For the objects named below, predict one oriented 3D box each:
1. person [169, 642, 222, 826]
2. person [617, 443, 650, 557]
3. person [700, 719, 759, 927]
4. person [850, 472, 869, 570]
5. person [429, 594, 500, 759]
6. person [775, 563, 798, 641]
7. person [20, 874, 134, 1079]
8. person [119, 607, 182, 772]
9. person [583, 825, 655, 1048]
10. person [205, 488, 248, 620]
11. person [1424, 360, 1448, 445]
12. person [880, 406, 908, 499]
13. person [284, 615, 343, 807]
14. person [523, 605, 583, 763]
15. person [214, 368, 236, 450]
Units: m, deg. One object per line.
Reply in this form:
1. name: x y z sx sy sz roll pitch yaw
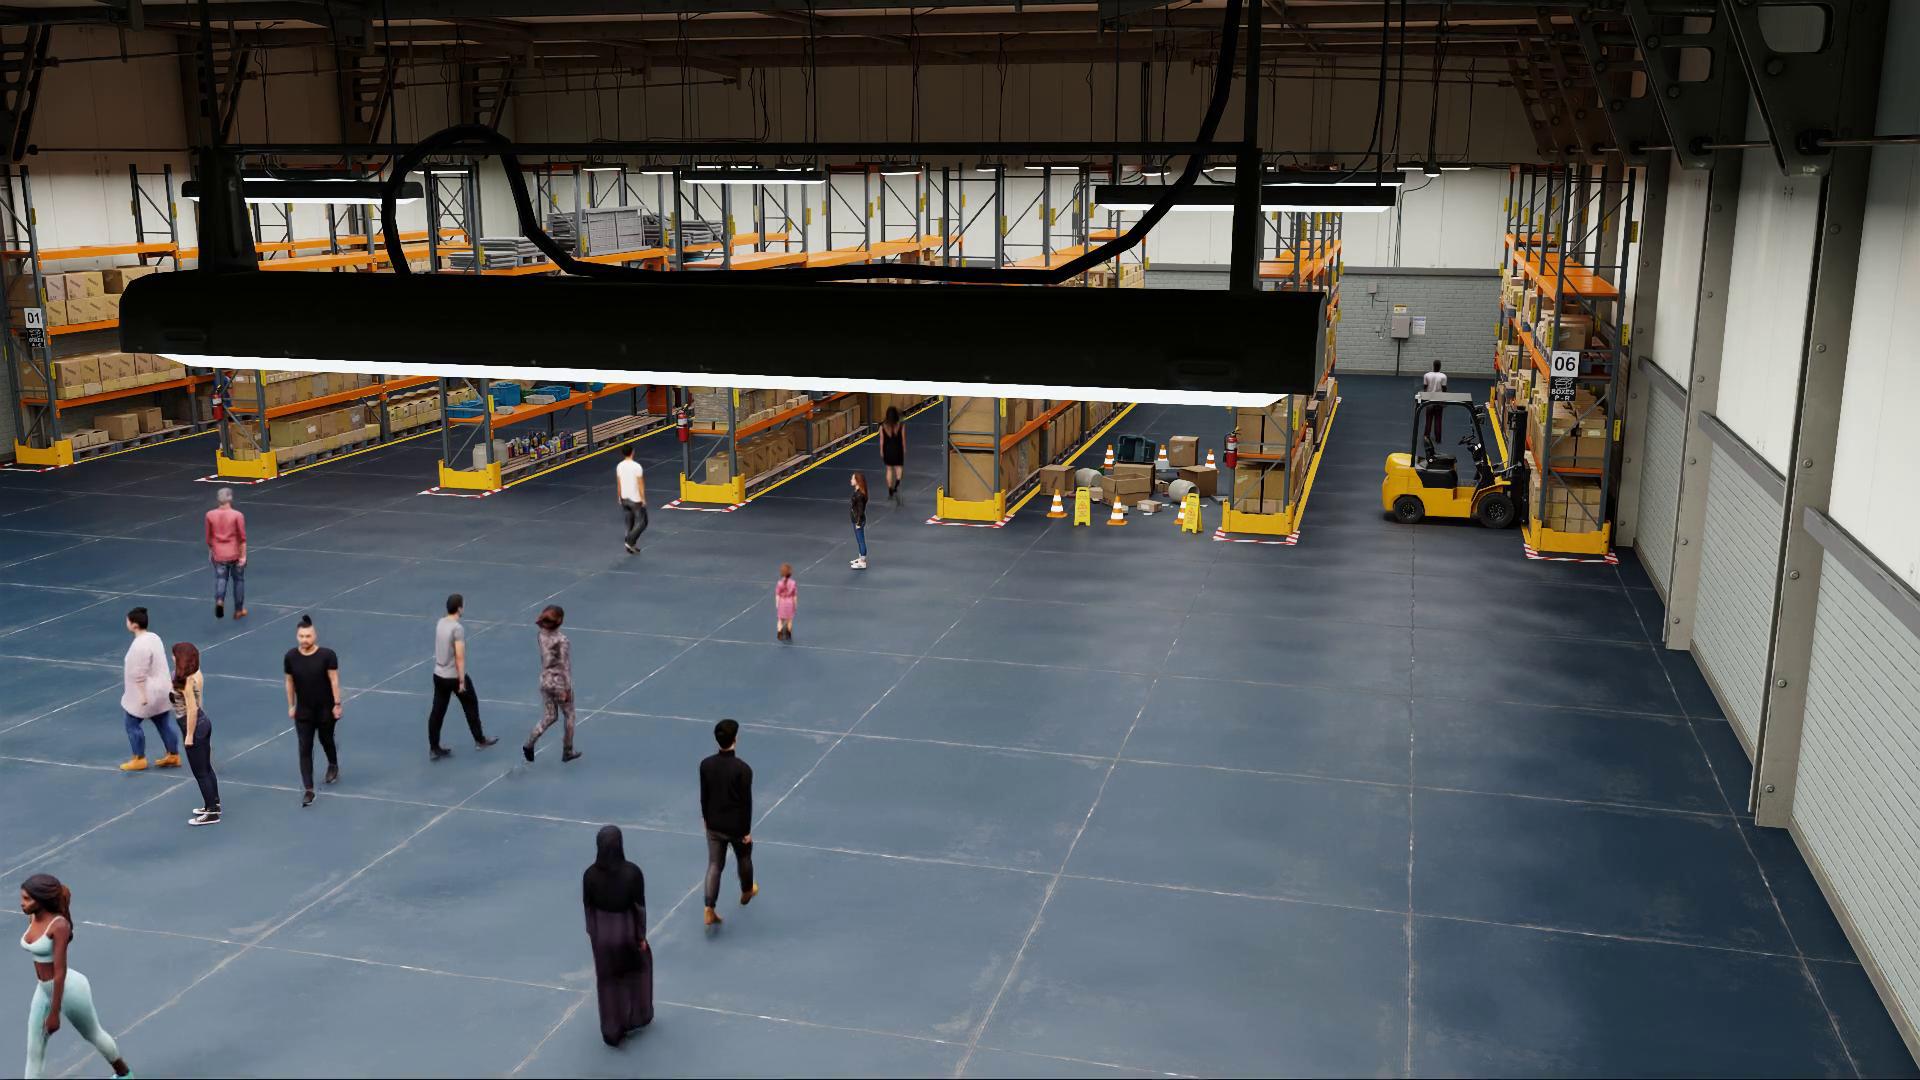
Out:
1. person: -7.213 1.809 15.708 0.758 1.769 0.647 -3 13 -13
2. person: -5.202 -0.618 26.130 0.729 1.795 0.760 6 14 25
3. person: -1.930 2.335 13.593 0.660 1.698 1.105 4 14 16
4. person: -1.545 -0.312 25.502 0.688 1.483 0.551 -1 13 -6
5. person: -5.371 1.451 17.359 0.880 1.721 1.068 8 15 31
6. person: -2.260 0.811 21.681 0.507 1.019 0.552 -2 13 -8
7. person: -5.793 2.973 10.876 0.832 1.680 1.182 9 16 34
8. person: -8.209 1.530 17.007 0.869 1.726 0.817 0 13 -1
9. person: -2.447 2.808 11.743 0.719 1.612 0.842 0 13 0
10. person: -9.926 0.220 22.478 0.863 1.811 0.979 -1 13 -5
11. person: 10.425 -3.043 36.517 0.703 1.834 0.618 7 15 28
12. person: -1.214 -1.584 30.509 0.774 1.701 0.958 0 13 0
13. person: -6.329 1.621 16.395 0.999 1.824 1.282 -2 13 -7
14. person: -4.230 1.522 17.101 0.776 1.699 1.023 10 16 36
15. person: -15.863 -2.911 35.876 0.668 1.866 0.620 5 14 22
